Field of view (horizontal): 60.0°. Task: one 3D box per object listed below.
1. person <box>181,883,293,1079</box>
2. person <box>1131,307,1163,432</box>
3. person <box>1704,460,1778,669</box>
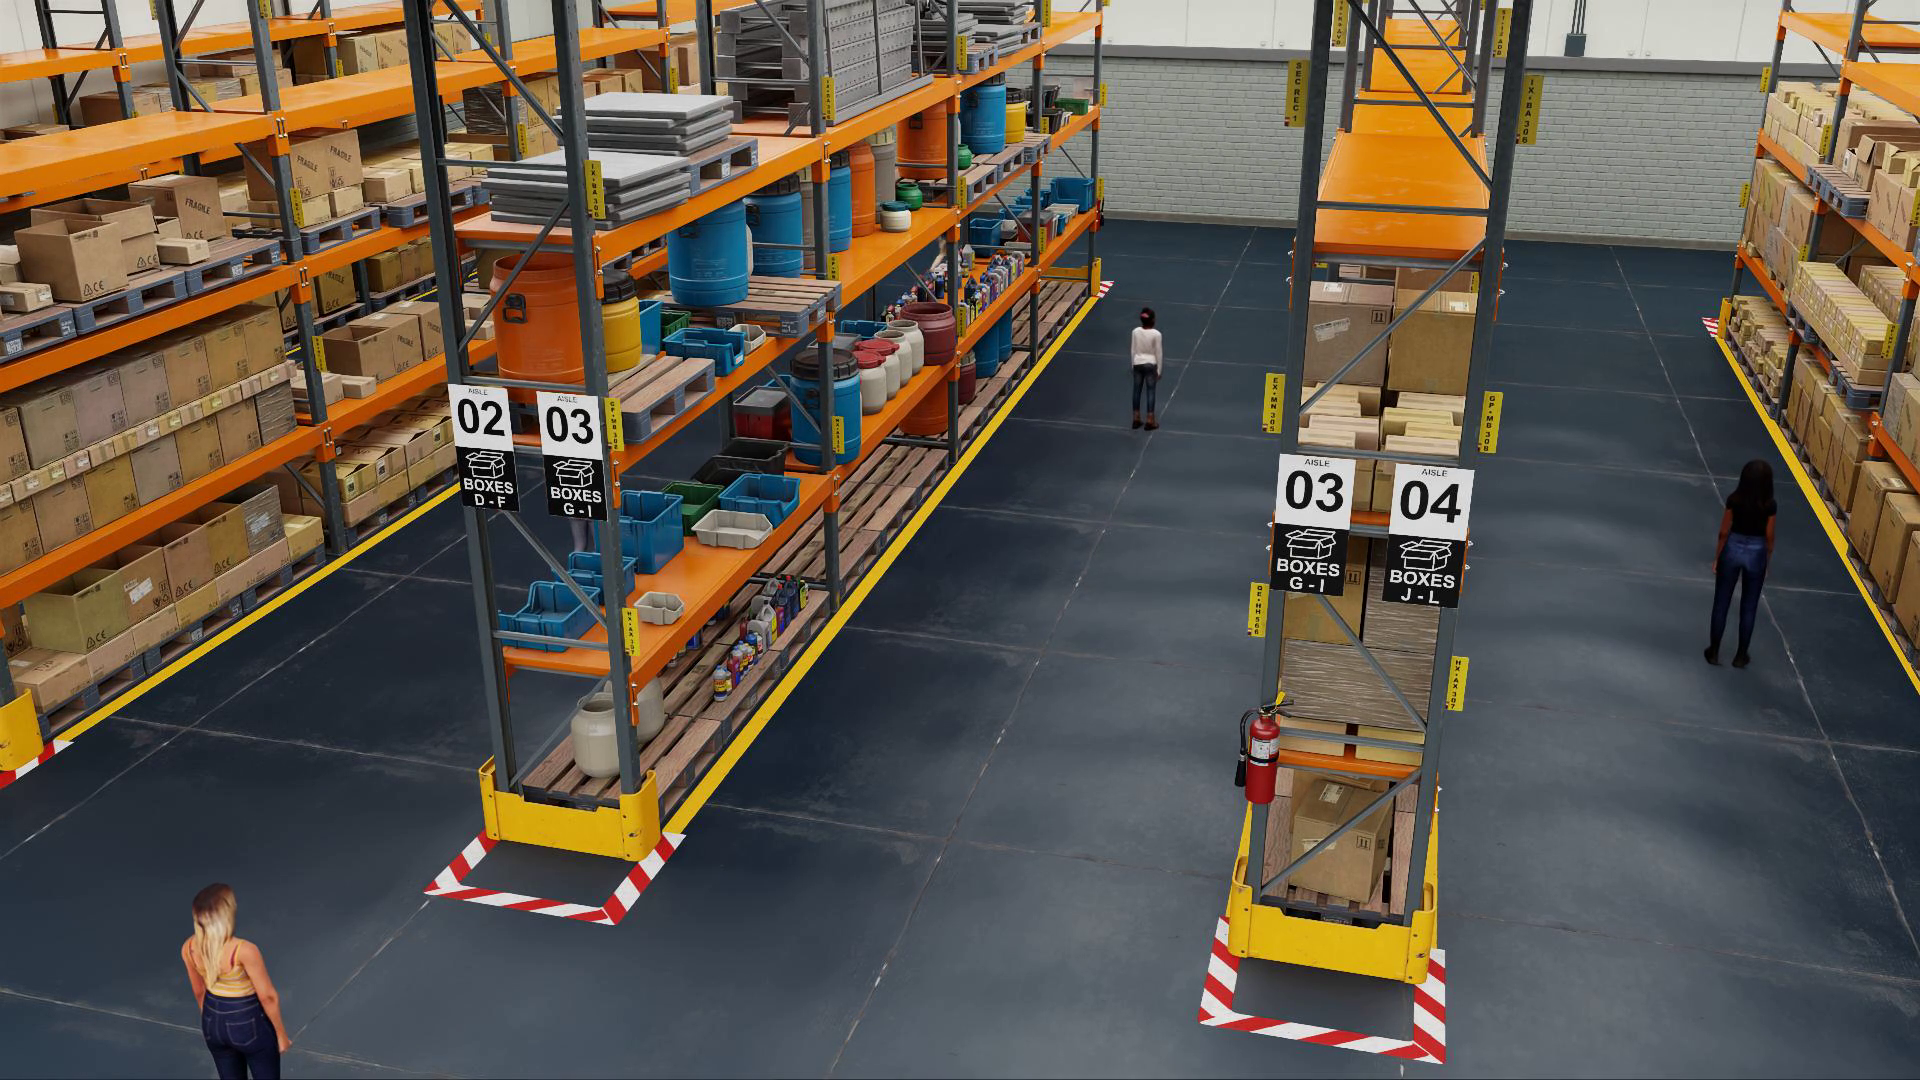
[{"bbox_3d":[-3.524,2.392,8.133,0.582,1.629,0.533,4,23,10],"label":"person"},{"bbox_3d":[2.125,-1.982,19.063,0.567,1.451,0.546,12,25,28],"label":"person"},{"bbox_3d":[6.291,0.186,13.384,0.607,1.737,0.581,10,24,23],"label":"person"}]
